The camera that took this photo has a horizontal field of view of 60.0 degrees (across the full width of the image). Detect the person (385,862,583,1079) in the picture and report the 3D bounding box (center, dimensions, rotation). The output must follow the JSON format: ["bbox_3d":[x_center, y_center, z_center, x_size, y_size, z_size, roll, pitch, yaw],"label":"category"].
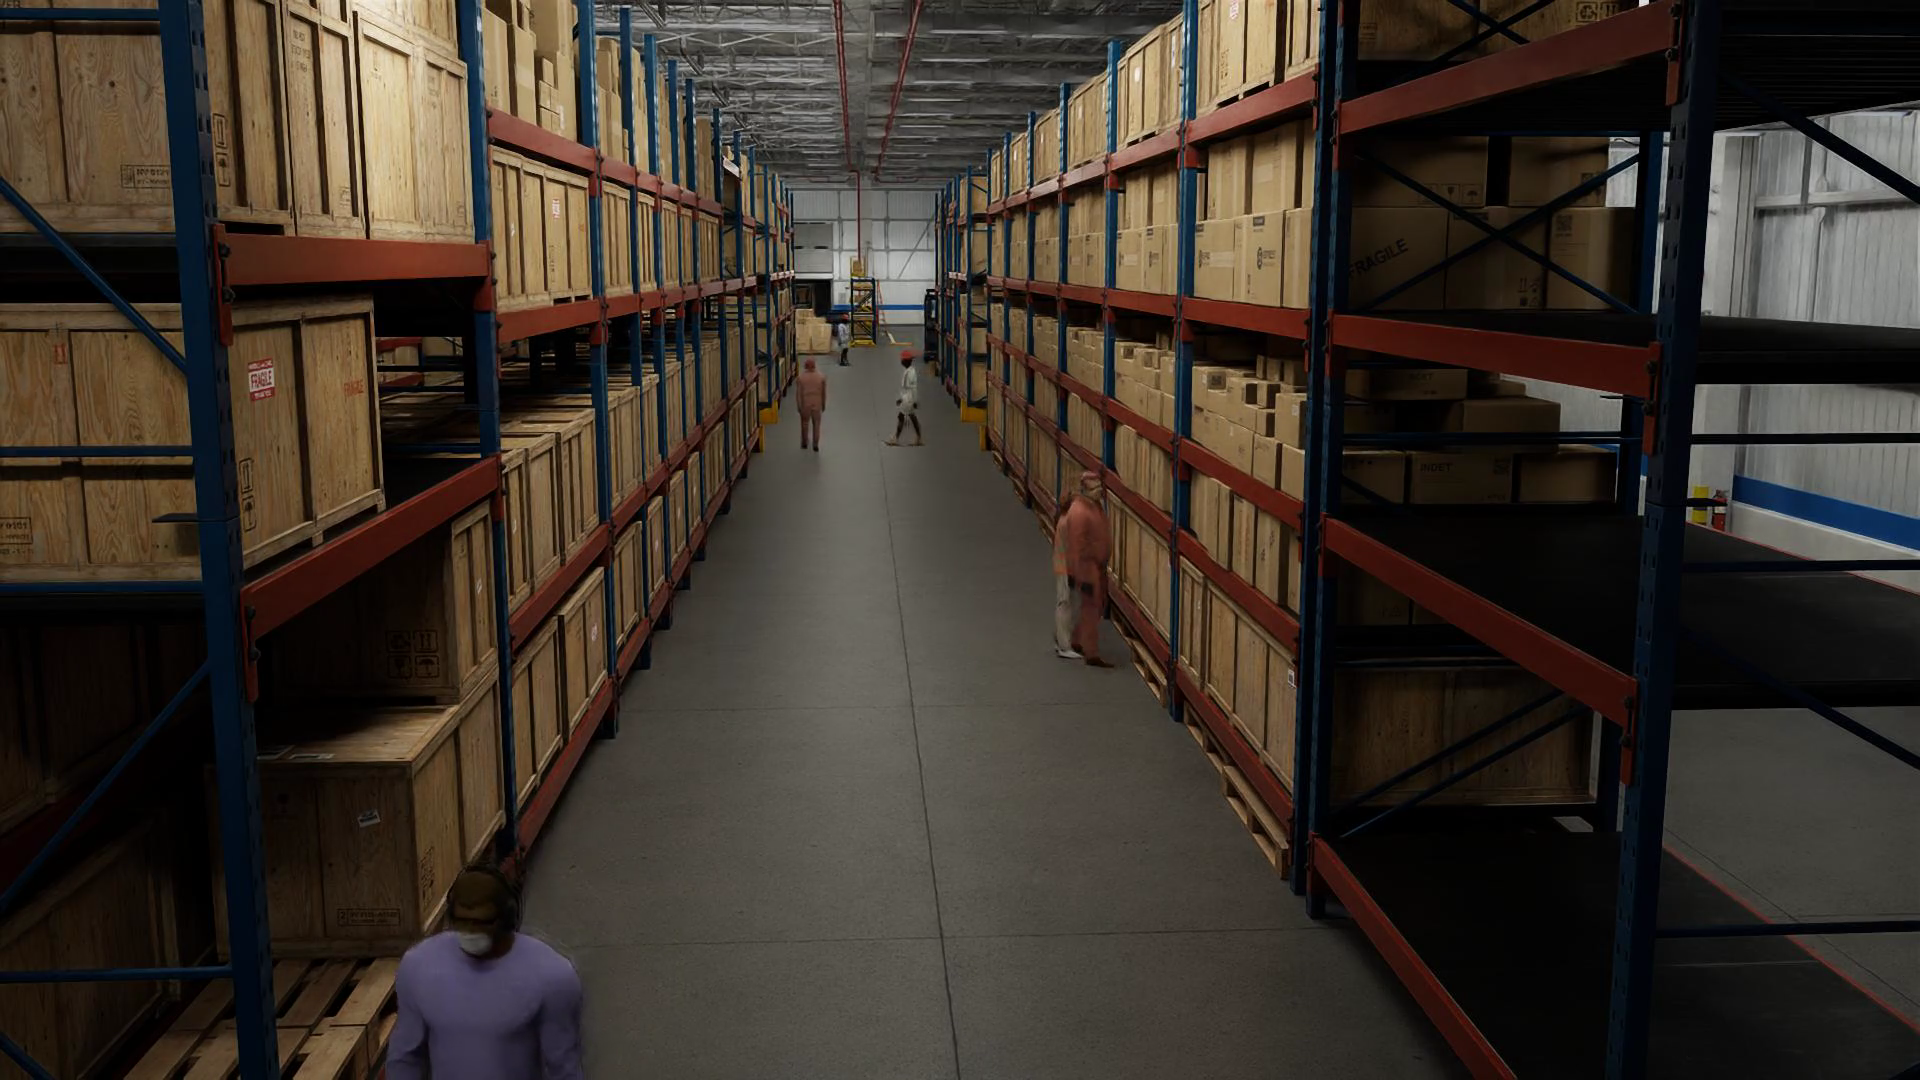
[{"bbox_3d":[-1.579,1.972,5.616,0.635,1.903,0.926,1,10,9],"label":"person"}]

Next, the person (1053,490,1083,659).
[{"bbox_3d":[1.058,0.326,16.213,0.310,1.642,0.514,0,10,0],"label":"person"}]

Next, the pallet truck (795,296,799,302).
[{"bbox_3d":[-8.622,-12.439,91.403,1.885,1.965,0.823,2,10,13],"label":"pallet truck"}]

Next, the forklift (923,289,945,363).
[{"bbox_3d":[-0.813,-8.130,63.033,1.129,2.768,1.873,-1,10,-3],"label":"forklift"}]

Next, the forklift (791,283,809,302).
[{"bbox_3d":[-7.629,-10.870,79.397,1.129,2.768,1.873,-2,10,-10],"label":"forklift"}]

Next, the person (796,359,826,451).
[{"bbox_3d":[-3.055,-2.773,34.083,0.642,1.853,1.008,-2,10,-11],"label":"person"}]

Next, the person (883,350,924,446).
[{"bbox_3d":[-1.196,-2.946,34.680,0.961,2.003,0.619,-1,10,-4],"label":"person"}]

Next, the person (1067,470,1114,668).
[{"bbox_3d":[1.250,0.266,15.872,0.498,1.911,0.686,4,10,24],"label":"person"}]

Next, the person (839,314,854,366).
[{"bbox_3d":[-4.151,-7.345,61.266,0.835,1.905,0.569,5,11,27],"label":"person"}]
